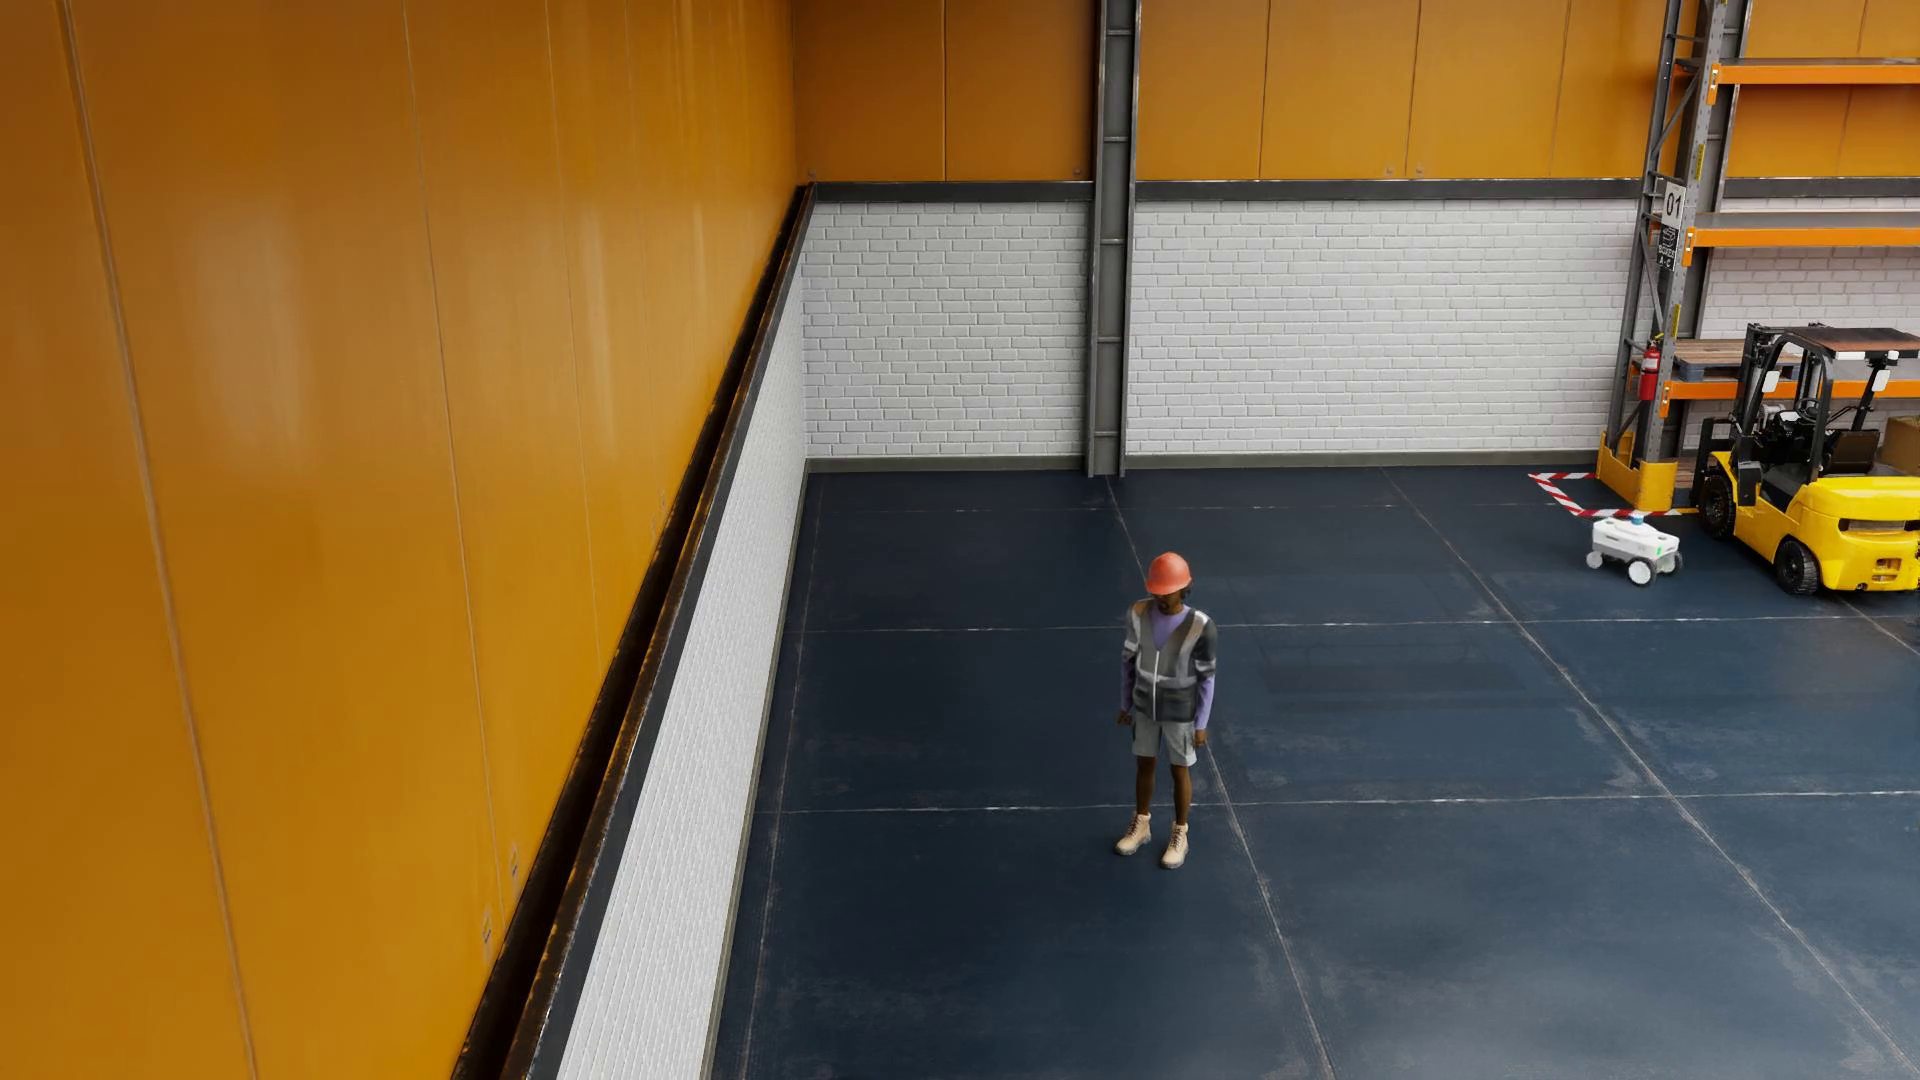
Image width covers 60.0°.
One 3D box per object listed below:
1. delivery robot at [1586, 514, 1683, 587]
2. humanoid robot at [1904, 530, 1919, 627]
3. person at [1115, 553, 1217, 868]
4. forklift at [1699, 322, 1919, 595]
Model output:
[{"bbox_3d":[6.065,0.057,14.958,0.499,0.577,0.769,-15,25,-34],"label":"delivery robot"},{"bbox_3d":[7.961,0.058,13.377,0.387,1.643,0.607,-3,20,-9],"label":"humanoid robot"},{"bbox_3d":[1.240,1.036,10.191,0.613,2.041,0.375,12,24,30],"label":"person"},{"bbox_3d":[7.809,-0.792,14.926,1.214,2.155,2.313,-1,20,-2],"label":"forklift"}]
